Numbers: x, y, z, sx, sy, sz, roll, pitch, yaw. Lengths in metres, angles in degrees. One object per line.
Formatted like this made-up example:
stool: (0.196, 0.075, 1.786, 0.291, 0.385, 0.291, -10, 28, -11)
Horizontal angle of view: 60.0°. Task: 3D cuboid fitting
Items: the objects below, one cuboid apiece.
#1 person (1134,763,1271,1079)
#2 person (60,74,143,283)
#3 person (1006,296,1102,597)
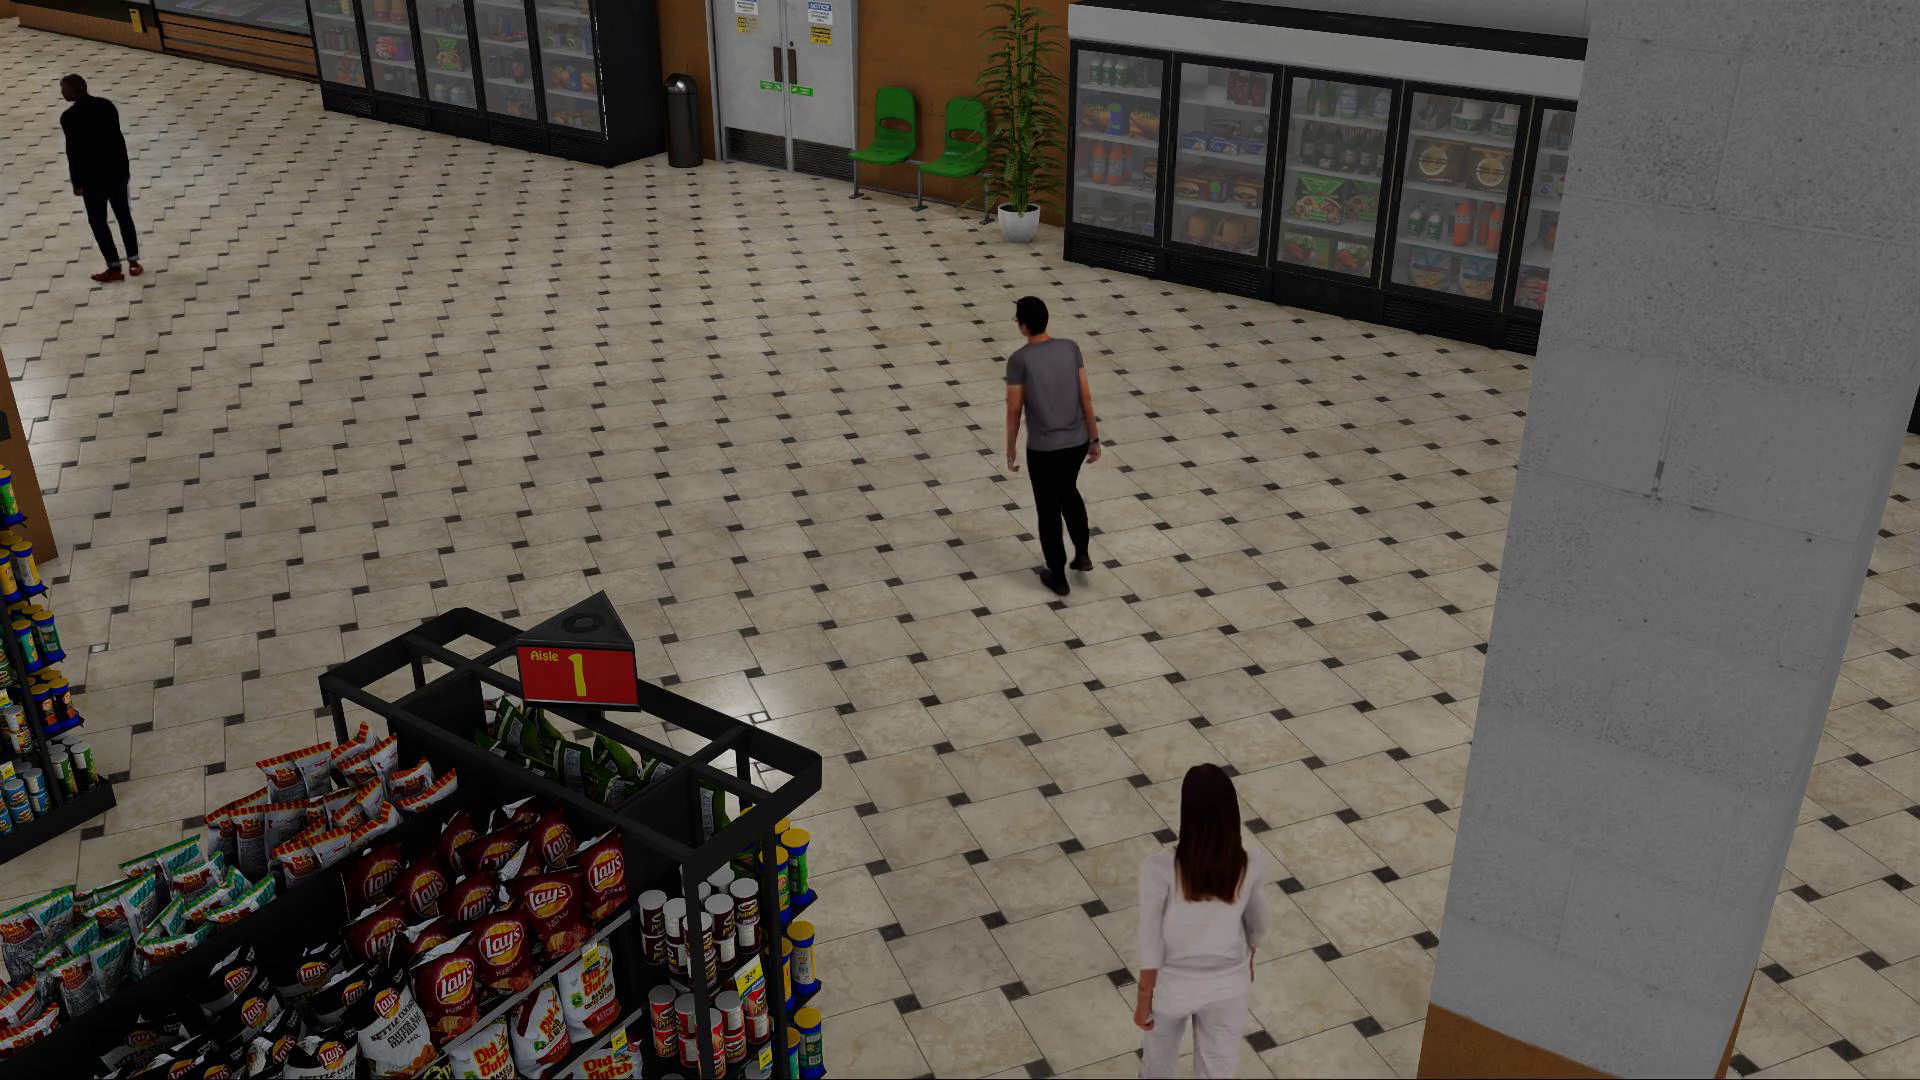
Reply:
person: (0.807, 1.523, 5.494, 1.033, 1.651, 1.132, -3, 27, -6)
person: (-7.525, -3.200, 14.635, 0.826, 1.807, 0.562, 23, 35, 38)
person: (0.569, -0.505, 9.422, 0.801, 1.716, 0.870, -8, 28, -16)
